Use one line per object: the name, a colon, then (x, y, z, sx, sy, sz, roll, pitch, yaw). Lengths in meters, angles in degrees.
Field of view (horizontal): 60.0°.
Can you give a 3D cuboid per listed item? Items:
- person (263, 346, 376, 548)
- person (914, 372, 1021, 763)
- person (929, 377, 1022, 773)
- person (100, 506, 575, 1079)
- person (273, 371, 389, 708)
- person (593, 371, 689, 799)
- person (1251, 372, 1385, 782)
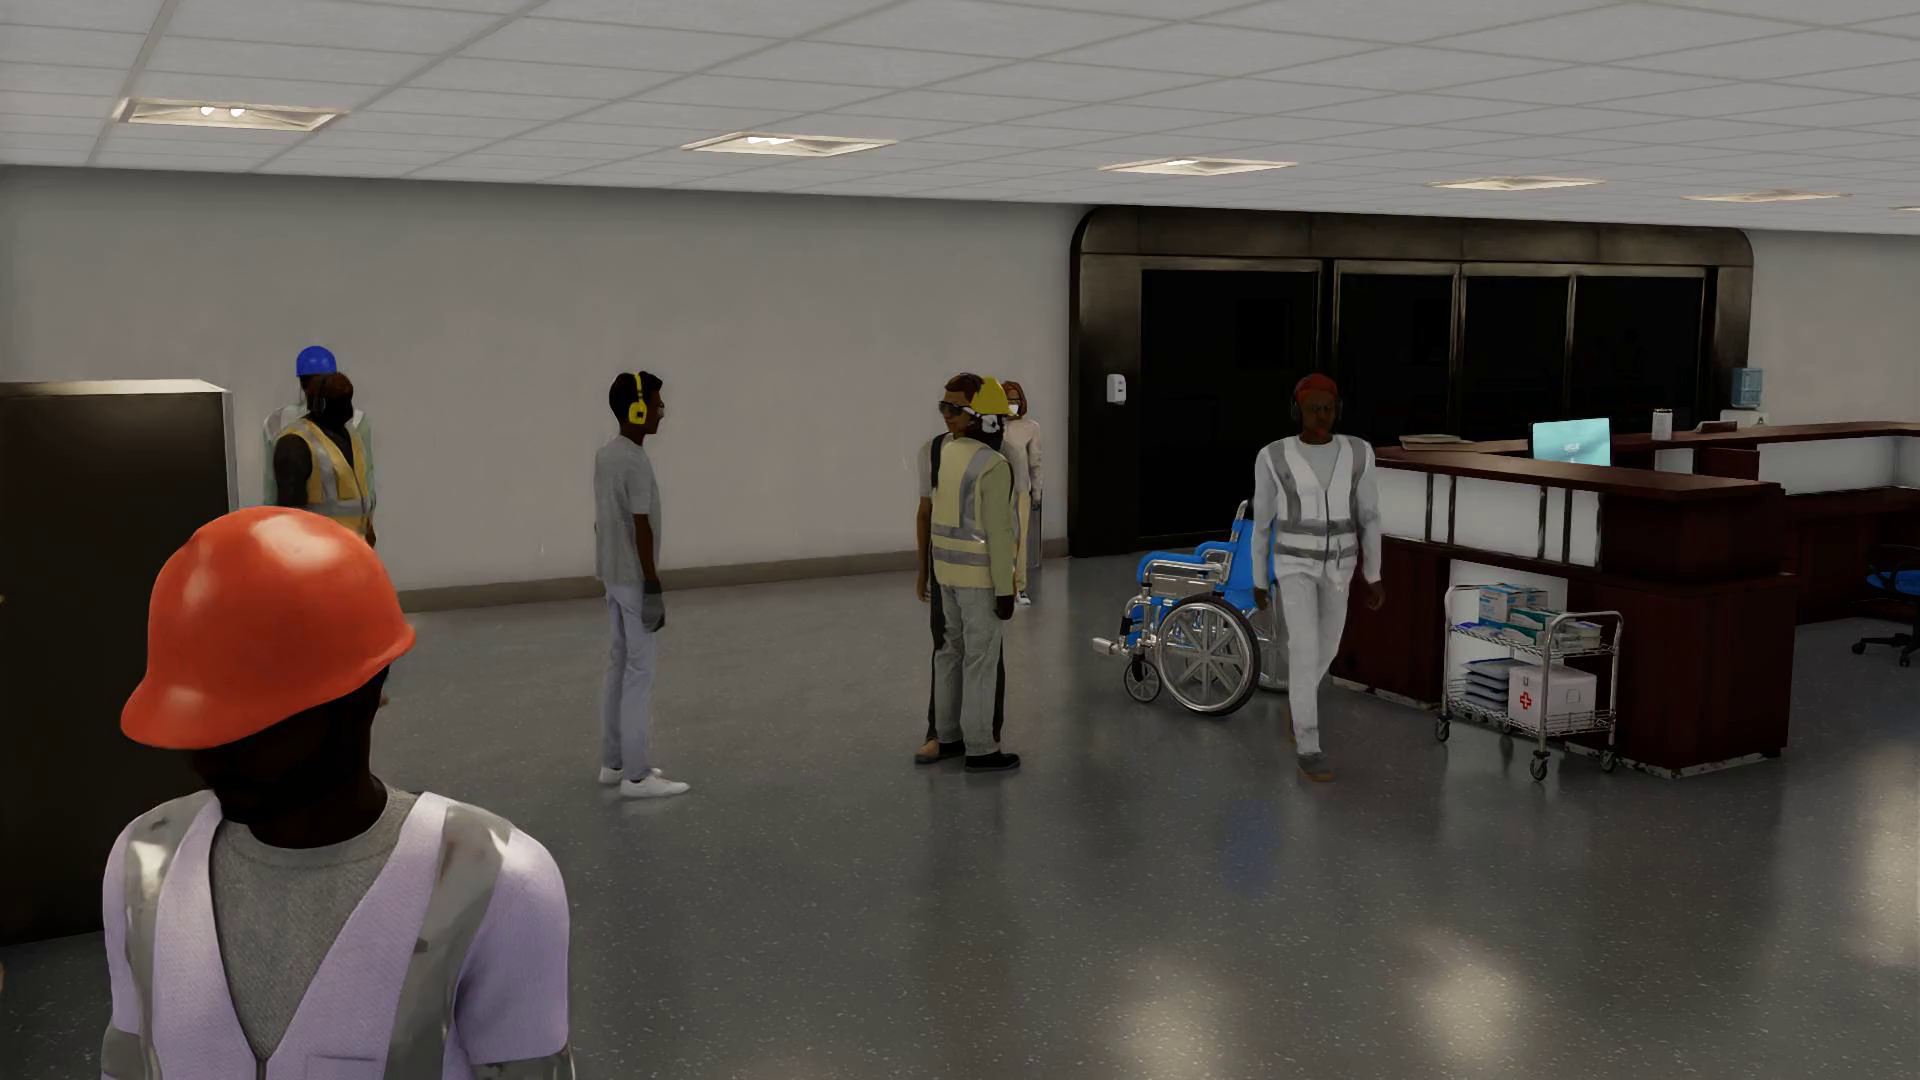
person: (-3.584, -0.117, 9.342, 0.621, 1.935, 0.436, 1, 8, 4)
person: (0.036, 0.142, 7.760, 0.505, 1.842, 0.347, 2, 8, 18)
person: (0.077, 0.159, 7.726, 0.404, 1.825, 0.595, -5, 9, -32)
person: (-0.701, 0.917, 1.847, 0.542, 1.929, 0.374, 1, 8, 6)
person: (-3.432, 0.007, 8.846, 0.650, 1.817, 0.652, 2, 8, 13)
person: (-1.430, 0.196, 7.292, 0.311, 1.865, 0.532, -5, 9, -31)
person: (1.638, 0.133, 7.821, 0.576, 1.855, 0.893, -1, 8, -10)
